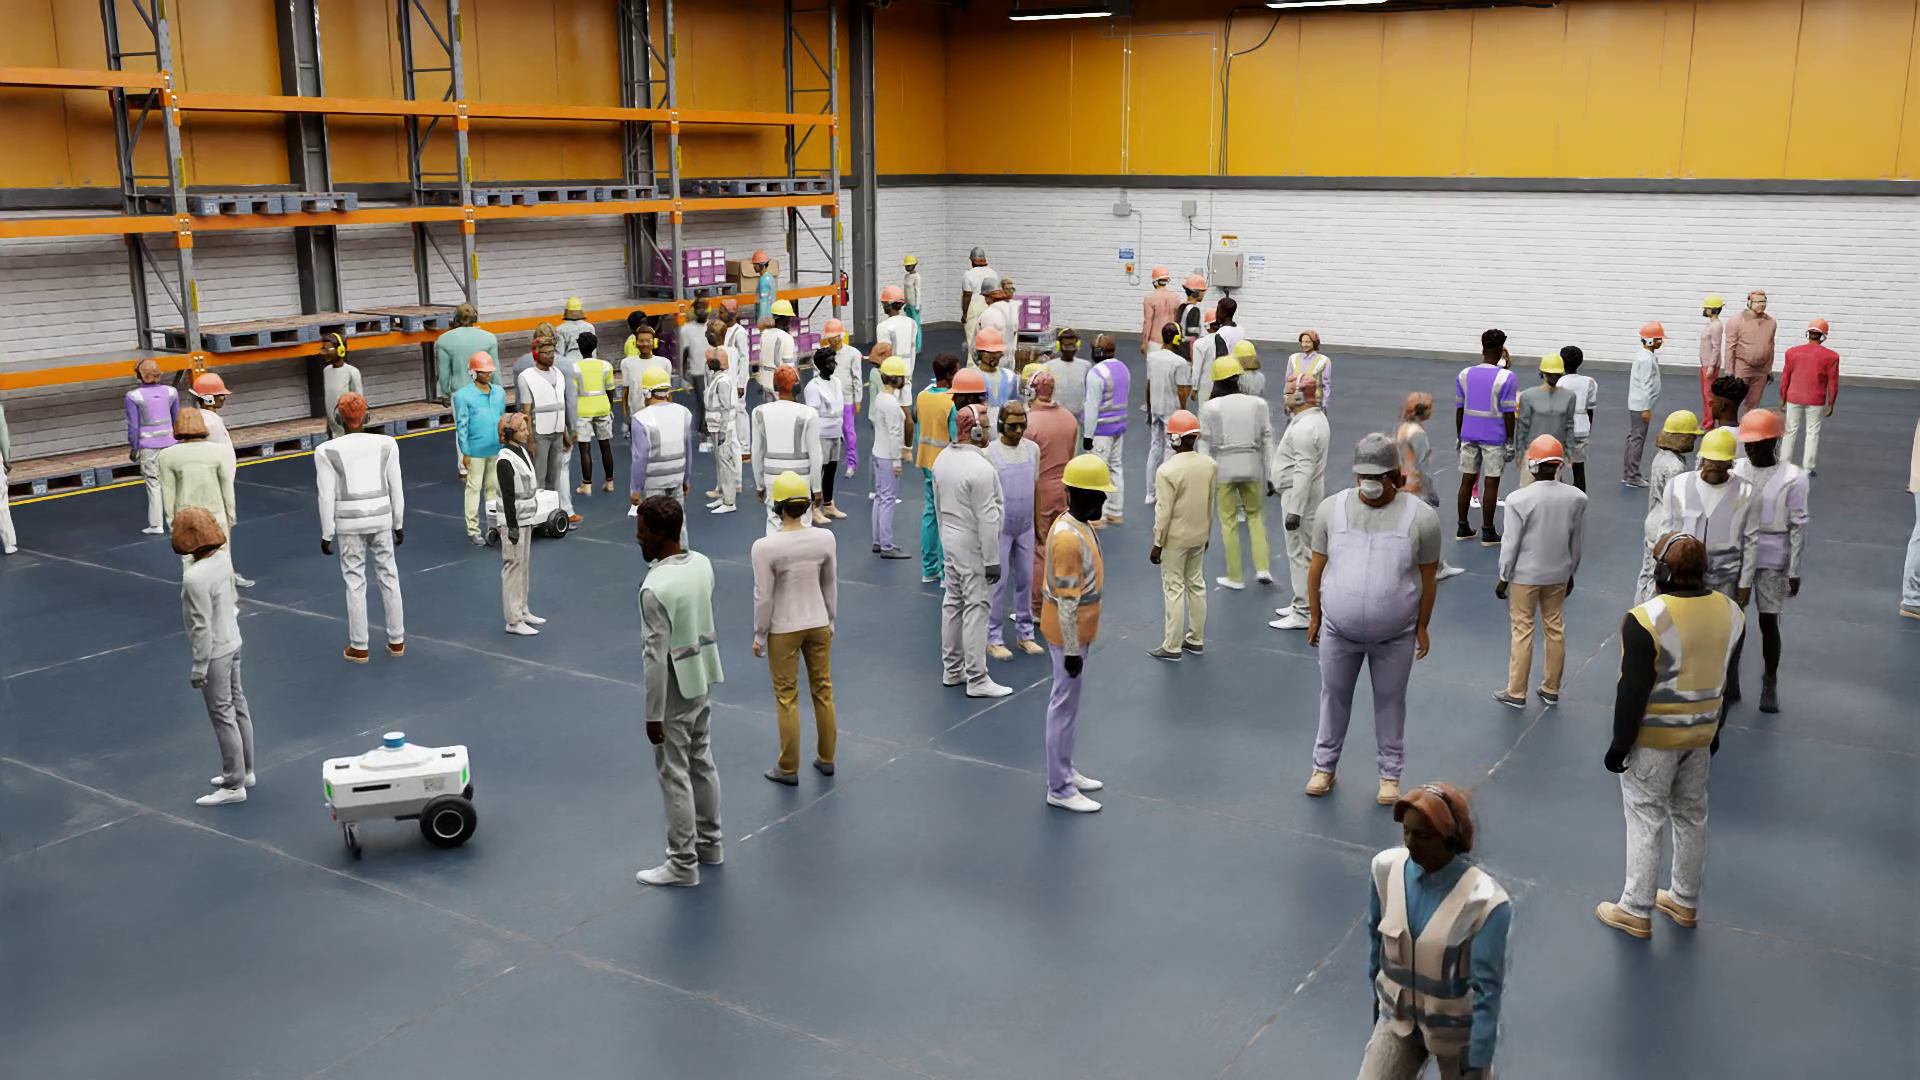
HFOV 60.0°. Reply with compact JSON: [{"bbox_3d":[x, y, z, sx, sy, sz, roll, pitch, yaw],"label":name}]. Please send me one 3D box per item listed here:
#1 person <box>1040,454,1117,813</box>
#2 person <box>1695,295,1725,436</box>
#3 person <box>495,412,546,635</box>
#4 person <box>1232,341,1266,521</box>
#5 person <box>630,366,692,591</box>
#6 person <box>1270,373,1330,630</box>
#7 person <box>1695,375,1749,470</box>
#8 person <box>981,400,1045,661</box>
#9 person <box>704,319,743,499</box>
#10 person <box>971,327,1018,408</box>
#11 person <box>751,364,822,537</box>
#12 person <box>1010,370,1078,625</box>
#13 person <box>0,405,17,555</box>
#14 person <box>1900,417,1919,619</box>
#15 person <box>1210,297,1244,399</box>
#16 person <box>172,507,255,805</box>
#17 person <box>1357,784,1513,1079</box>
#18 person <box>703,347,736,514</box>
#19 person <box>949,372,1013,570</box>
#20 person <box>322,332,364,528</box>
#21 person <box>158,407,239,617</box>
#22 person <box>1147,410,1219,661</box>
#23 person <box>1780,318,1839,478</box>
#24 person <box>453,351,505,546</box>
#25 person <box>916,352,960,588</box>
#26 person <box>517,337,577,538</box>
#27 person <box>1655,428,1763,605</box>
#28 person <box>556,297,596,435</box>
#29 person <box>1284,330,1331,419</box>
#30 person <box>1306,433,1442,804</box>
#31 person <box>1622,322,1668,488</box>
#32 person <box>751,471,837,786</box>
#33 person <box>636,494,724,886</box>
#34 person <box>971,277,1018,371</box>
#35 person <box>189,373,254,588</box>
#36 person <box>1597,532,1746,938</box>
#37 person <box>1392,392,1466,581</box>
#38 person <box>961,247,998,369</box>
[{"bbox_3d":[0.631,0.487,8.947,0.390,1.924,0.588,2,13,9],"label":"person"},{"bbox_3d":[9.401,-2.192,20.915,0.316,1.767,0.535,4,13,15],"label":"person"},{"bbox_3d":[-3.253,-0.126,12.231,0.306,1.639,0.523,-1,13,-3],"label":"person"},{"bbox_3d":[2.734,-1.048,16.021,0.311,1.737,0.483,11,17,39],"label":"person"},{"bbox_3d":[-2.413,-0.483,13.358,0.404,1.830,0.602,10,16,37],"label":"person"},{"bbox_3d":[2.506,-0.287,12.351,0.403,1.904,0.651,5,14,19],"label":"person"},{"bbox_3d":[5.373,-0.189,11.787,0.614,1.964,0.361,-10,17,-38],"label":"person"},{"bbox_3d":[0.349,-0.067,11.559,0.516,1.834,0.354,-8,15,-31],"label":"person"},{"bbox_3d":[-2.442,-1.337,17.032,0.327,1.843,0.516,6,14,23],"label":"person"},{"bbox_3d":[0.250,-0.807,14.302,0.607,2.044,0.376,-8,15,-32],"label":"person"},{"bbox_3d":[-1.344,-0.432,13.027,0.575,1.882,0.360,4,14,18],"label":"person"},{"bbox_3d":[0.595,-0.322,12.497,0.401,1.906,0.650,11,17,40],"label":"person"},{"bbox_3d":[-8.552,-0.650,14.500,0.514,1.642,0.311,-9,16,-36],"label":"person"},{"bbox_3d":[7.411,-0.396,12.624,0.375,1.995,0.611,8,15,32],"label":"person"},{"bbox_3d":[3.003,-1.771,18.749,0.390,1.922,0.591,7,15,27],"label":"person"},{"bbox_3d":[-4.043,0.622,8.996,0.285,1.634,0.499,-1,13,-6],"label":"person"},{"bbox_3d":[1.393,1.536,5.081,0.768,1.605,0.534,-12,17,-41],"label":"person"},{"bbox_3d":[-2.360,-1.081,16.380,0.305,1.637,0.522,-4,13,-15],"label":"person"},{"bbox_3d":[0.260,-0.344,12.607,0.764,1.900,0.659,12,17,41],"label":"person"},{"bbox_3d":[-5.763,-1.009,15.559,0.512,1.872,0.330,8,15,32],"label":"person"},{"bbox_3d":[-5.736,-0.190,12.550,0.503,1.628,0.276,-5,14,-22],"label":"person"},{"bbox_3d":[1.535,-0.035,11.584,0.571,1.751,0.329,-11,17,-40],"label":"person"},{"bbox_3d":[9.288,-1.555,18.210,0.574,1.740,0.348,9,16,35],"label":"person"},{"bbox_3d":[-4.296,-0.838,15.068,0.335,1.753,0.563,9,16,33],"label":"person"},{"bbox_3d":[-0.141,-0.567,13.535,0.390,1.919,0.591,-9,16,-35],"label":"person"},{"bbox_3d":[-3.839,-0.962,15.404,0.390,1.847,0.566,6,14,24],"label":"person"},{"bbox_3d":[4.680,0.192,10.455,0.593,1.825,0.404,7,15,28],"label":"person"},{"bbox_3d":[-4.800,-2.167,20.854,0.485,1.745,0.296,-5,14,-20],"label":"person"},{"bbox_3d":[3.742,-1.446,17.956,0.514,1.641,0.309,9,16,33],"label":"person"},{"bbox_3d":[2.199,0.427,8.955,0.686,2.000,0.535,5,14,20],"label":"person"},{"bbox_3d":[7.286,-1.443,17.689,0.329,1.753,0.560,4,13,15],"label":"person"},{"bbox_3d":[-0.924,0.492,9.272,0.526,1.769,0.329,-9,16,-33],"label":"person"},{"bbox_3d":[-1.345,0.722,7.971,0.390,1.910,0.590,4,13,16],"label":"person"},{"bbox_3d":[0.385,-2.224,20.451,0.535,2.000,0.674,8,15,31],"label":"person"},{"bbox_3d":[-6.033,-0.482,13.525,0.329,1.751,0.563,-11,17,-39],"label":"person"},{"bbox_3d":[3.161,0.870,7.469,0.631,1.842,0.428,-5,14,-20],"label":"person"},{"bbox_3d":[3.695,-0.409,13.577,0.901,1.587,0.523,2,13,9],"label":"person"},{"bbox_3d":[0.259,-3.731,26.991,0.688,2.000,0.539,-10,17,-38],"label":"person"}]
